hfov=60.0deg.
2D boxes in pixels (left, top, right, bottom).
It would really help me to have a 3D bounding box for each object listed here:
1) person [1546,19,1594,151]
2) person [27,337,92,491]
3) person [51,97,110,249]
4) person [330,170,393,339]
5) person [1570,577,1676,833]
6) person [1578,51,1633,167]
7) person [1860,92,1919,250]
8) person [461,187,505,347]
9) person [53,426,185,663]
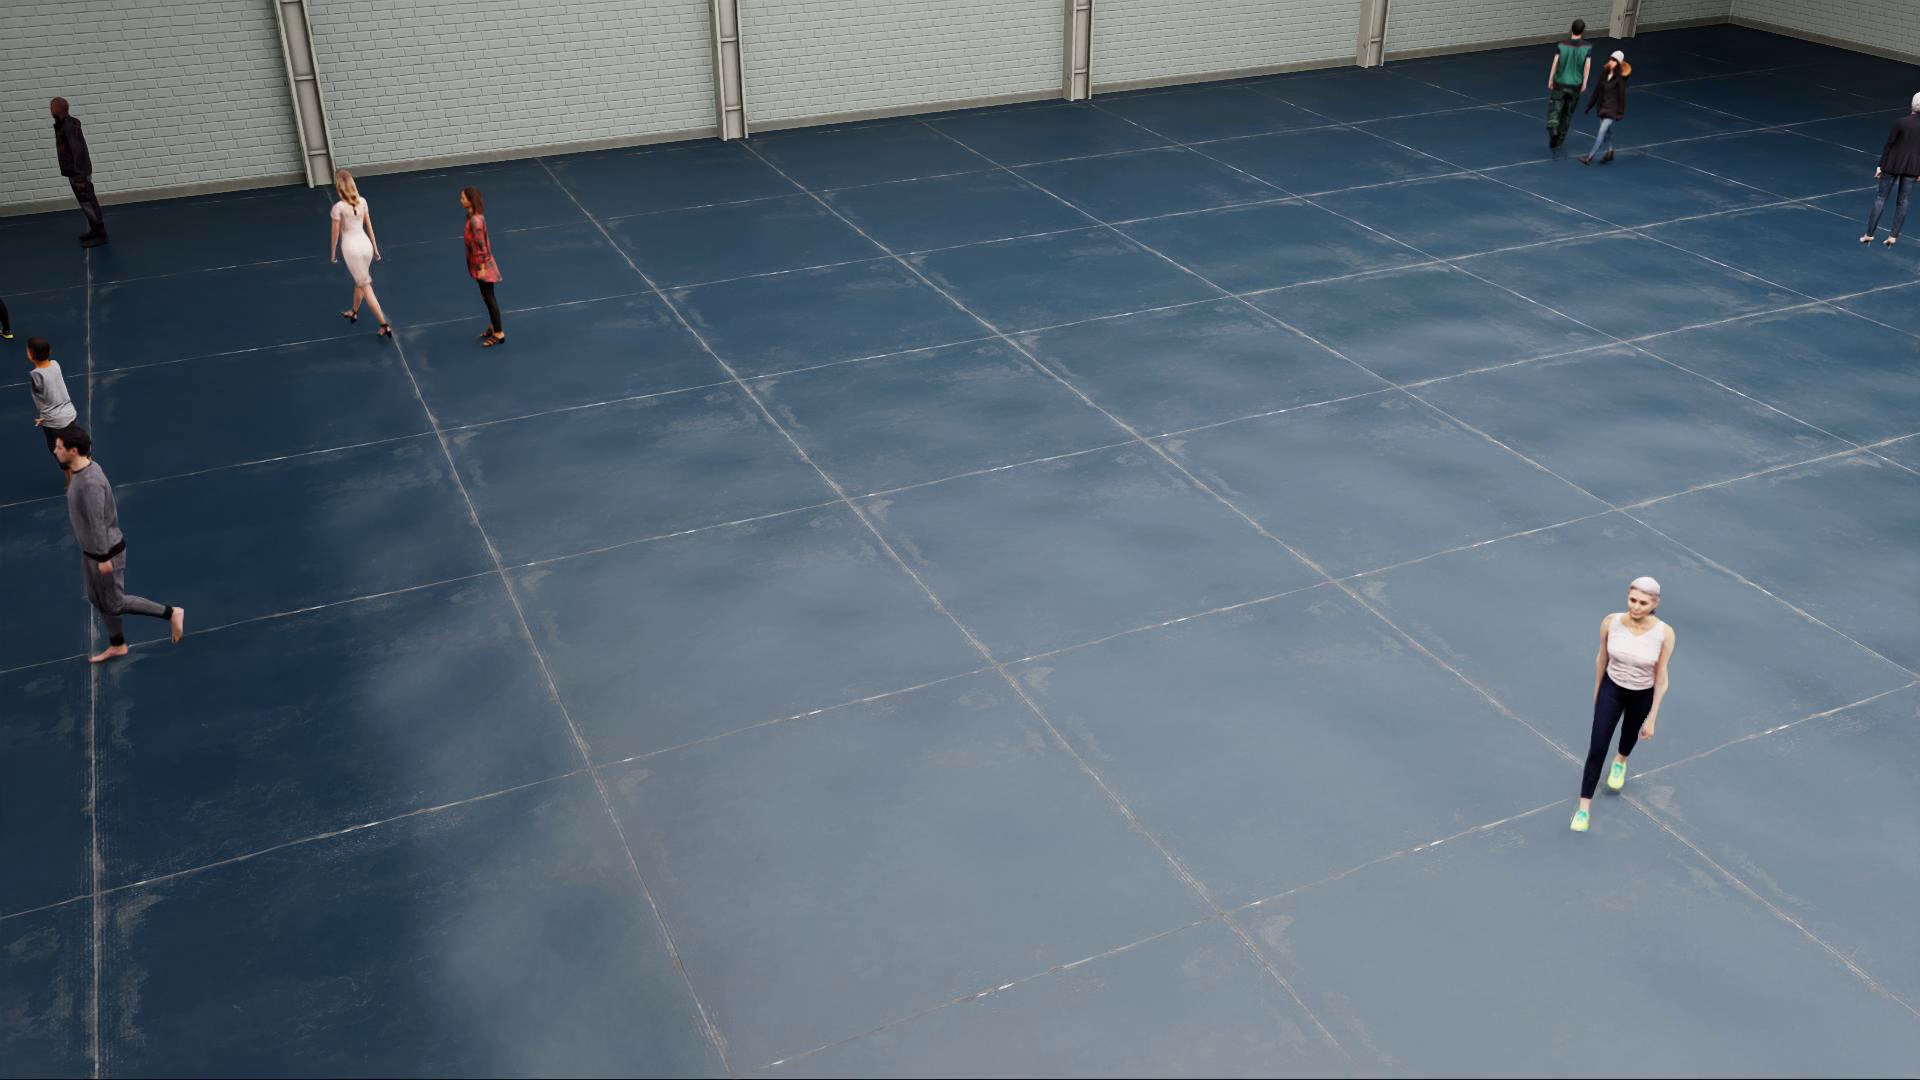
[{"bbox_3d":[8.900,-6.629,24.355,1.046,1.881,1.091,8,29,14],"label":"person"},{"bbox_3d":[-7.876,-1.139,14.499,0.693,1.456,0.640,9,29,16],"label":"person"},{"bbox_3d":[-10.871,-4.564,20.539,0.608,1.823,0.715,-15,32,-26],"label":"person"},{"bbox_3d":[-6.311,-2.965,17.585,1.001,1.778,1.102,19,33,31],"label":"person"},{"bbox_3d":[4.181,0.959,10.365,1.073,1.638,1.260,15,31,26],"label":"person"},{"bbox_3d":[9.316,-6.162,23.781,0.982,1.596,0.618,-12,30,-22],"label":"person"},{"bbox_3d":[10.503,-4.160,18.616,0.816,1.781,0.788,9,29,16],"label":"person"},{"bbox_3d":[-5.033,-2.894,17.531,0.572,1.702,0.631,-9,29,-17],"label":"person"},{"bbox_3d":[-6.052,0.041,11.897,0.970,1.818,0.789,-18,33,-30],"label":"person"}]
